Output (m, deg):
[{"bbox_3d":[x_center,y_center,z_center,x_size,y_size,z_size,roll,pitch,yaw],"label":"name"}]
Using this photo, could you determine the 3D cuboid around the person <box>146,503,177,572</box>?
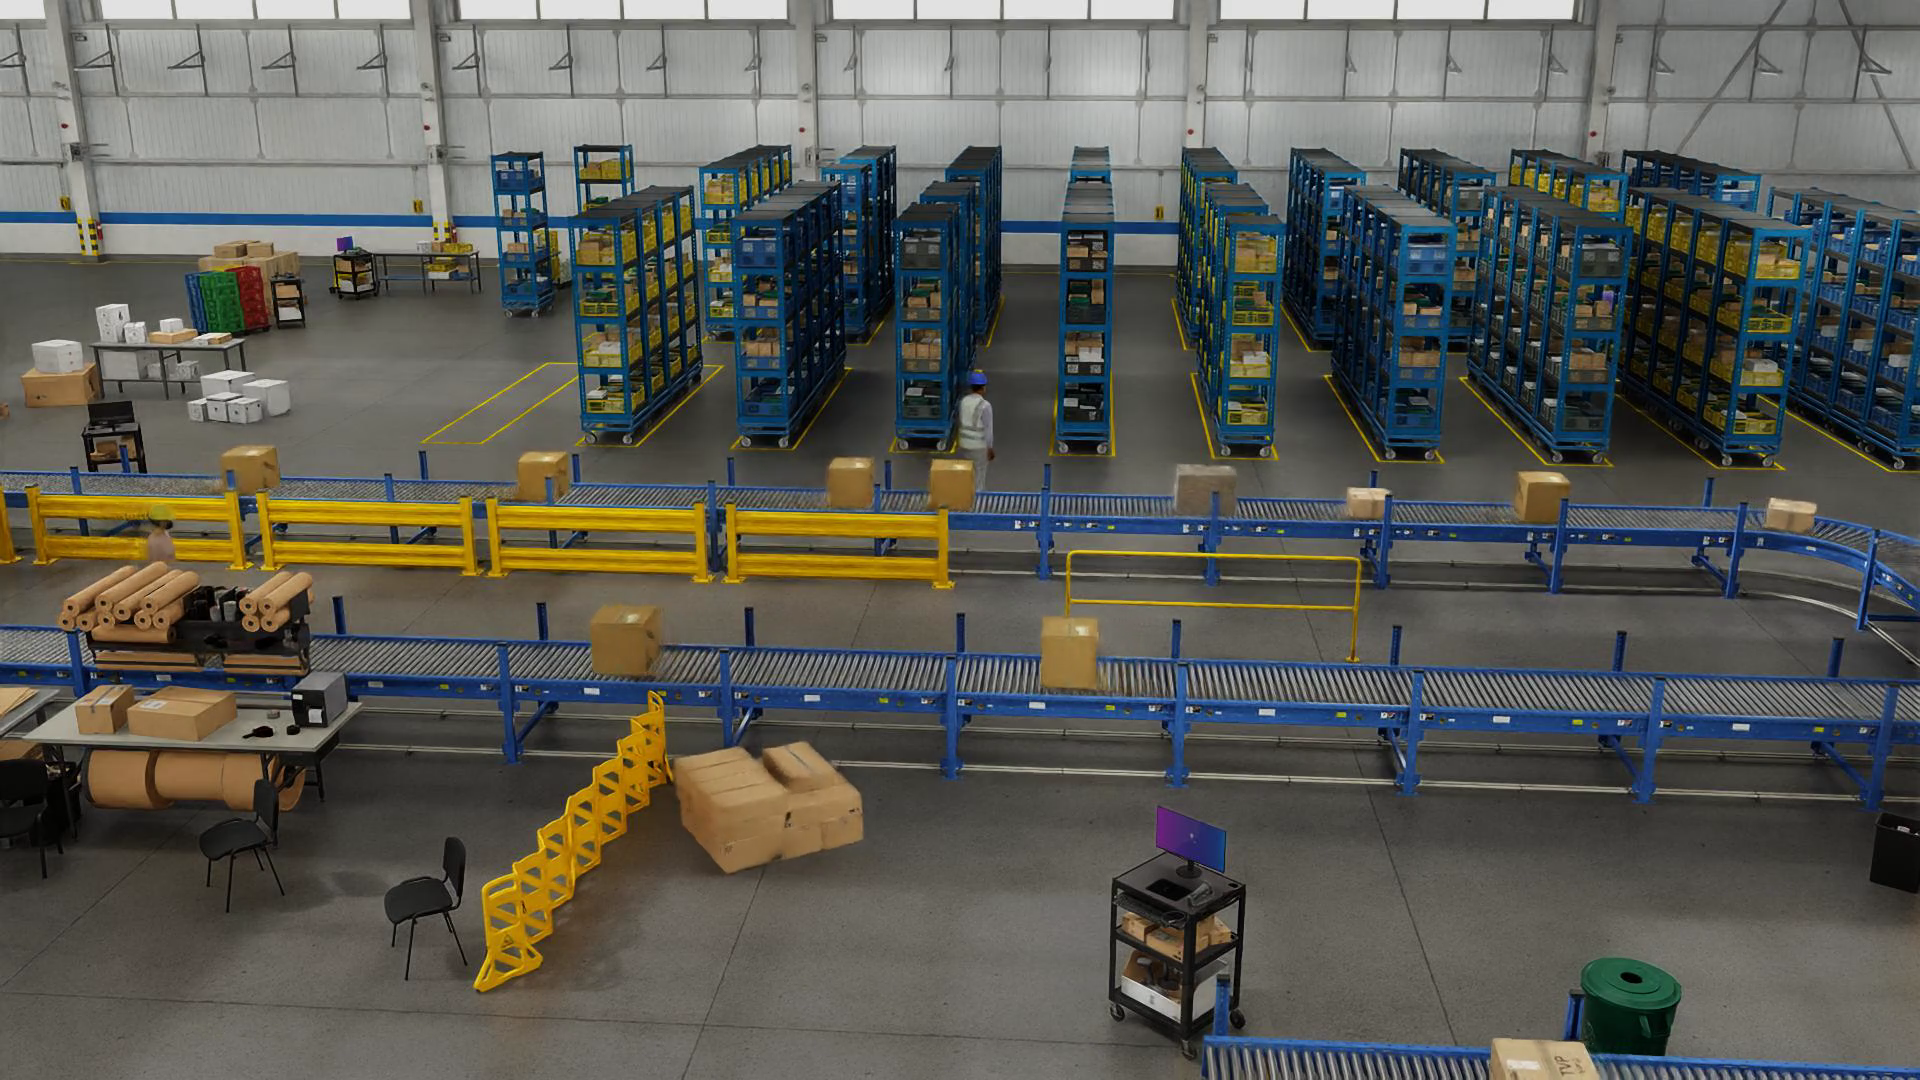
[{"bbox_3d":[-8.158,0.452,17.279,0.833,1.727,0.546,-3,18,-9],"label":"person"}]

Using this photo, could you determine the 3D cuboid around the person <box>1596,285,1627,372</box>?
[{"bbox_3d":[12.255,-4.042,31.389,0.567,1.838,0.383,12,21,32],"label":"person"}]

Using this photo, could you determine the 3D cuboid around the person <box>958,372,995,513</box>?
[{"bbox_3d":[0.228,-1.313,22.569,0.454,1.933,0.666,-13,22,-36],"label":"person"}]
